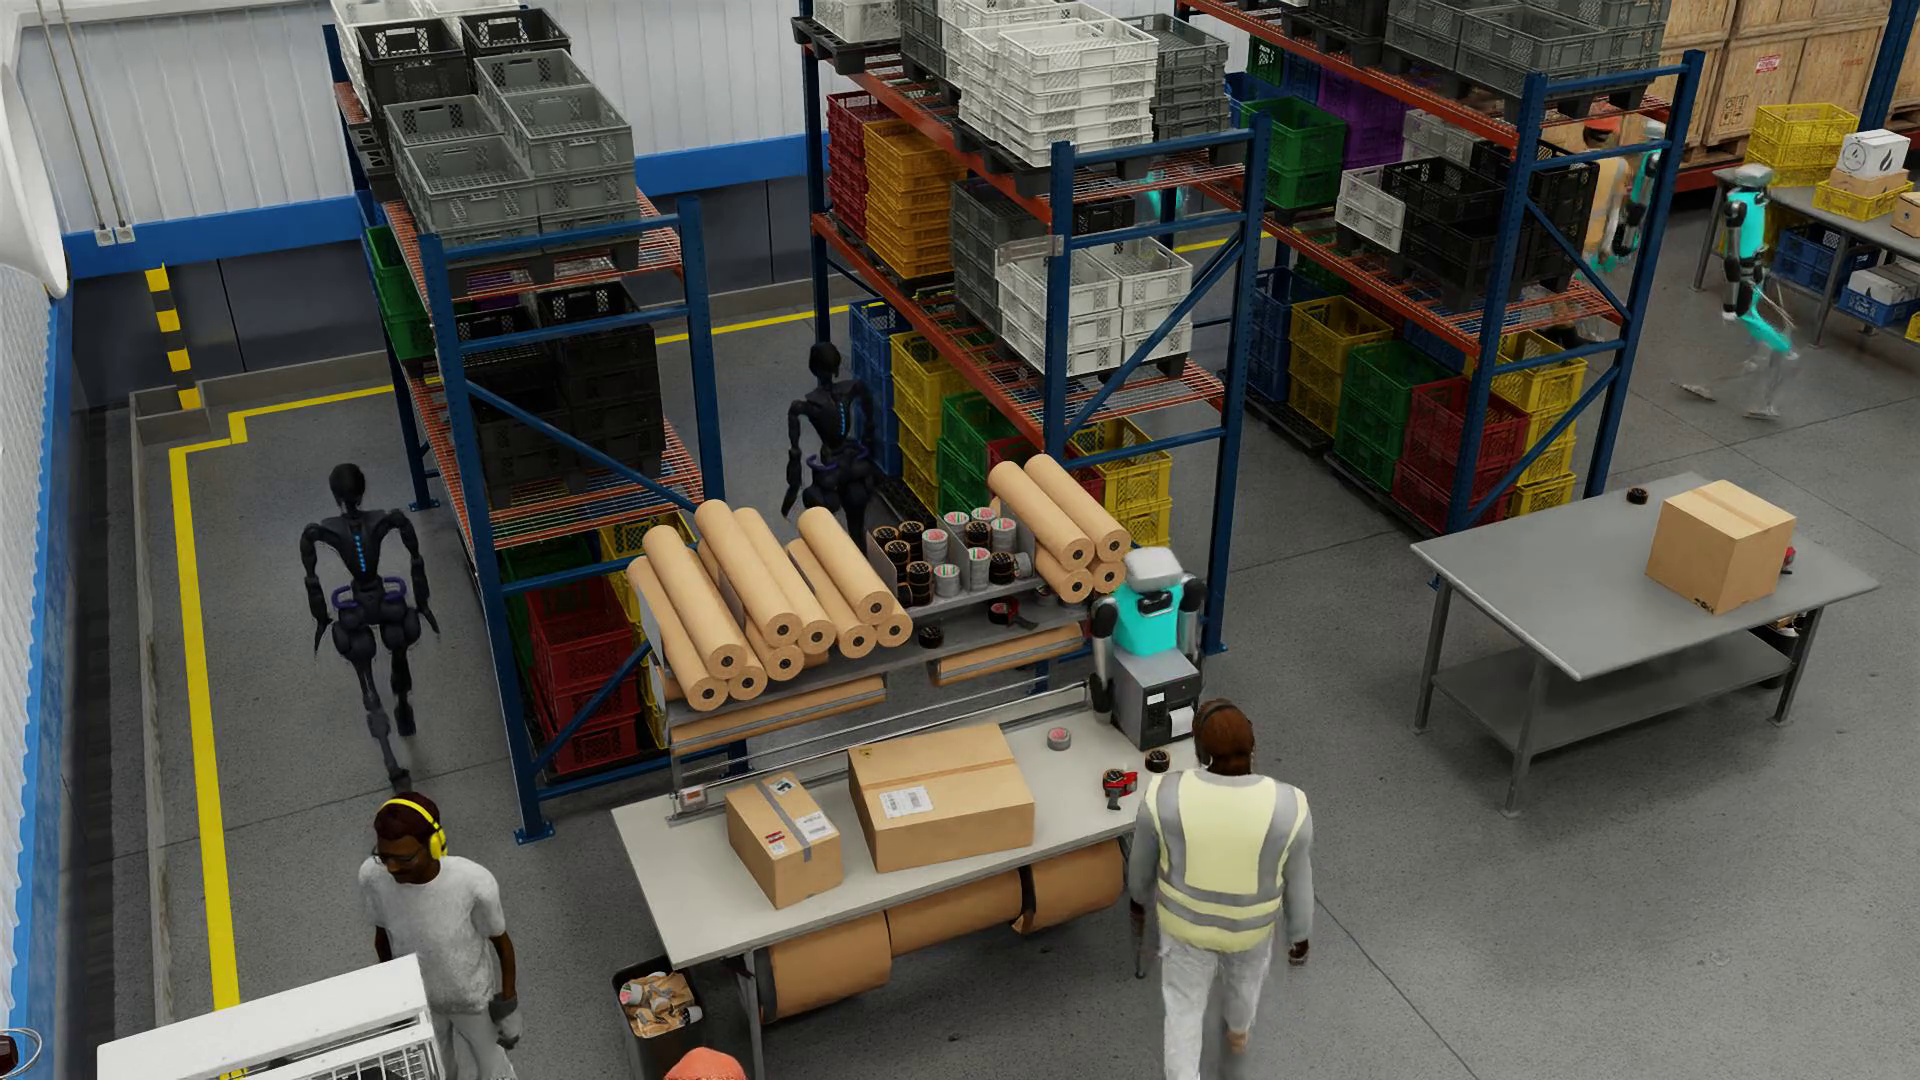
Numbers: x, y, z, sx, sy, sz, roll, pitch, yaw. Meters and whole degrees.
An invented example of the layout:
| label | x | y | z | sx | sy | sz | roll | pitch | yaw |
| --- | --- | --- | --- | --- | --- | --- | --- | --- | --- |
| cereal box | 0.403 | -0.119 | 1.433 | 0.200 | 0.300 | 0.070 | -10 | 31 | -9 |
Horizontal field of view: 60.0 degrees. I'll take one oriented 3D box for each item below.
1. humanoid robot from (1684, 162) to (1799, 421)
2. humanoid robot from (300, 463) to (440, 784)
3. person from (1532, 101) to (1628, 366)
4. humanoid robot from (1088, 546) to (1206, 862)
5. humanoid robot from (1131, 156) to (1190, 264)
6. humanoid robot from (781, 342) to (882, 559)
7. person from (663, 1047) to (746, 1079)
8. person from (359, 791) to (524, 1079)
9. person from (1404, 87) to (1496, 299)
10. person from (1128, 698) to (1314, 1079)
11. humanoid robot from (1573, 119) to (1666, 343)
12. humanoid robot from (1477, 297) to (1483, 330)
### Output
| label | x | y | z | sx | sy | sz | roll | pitch | yaw |
| --- | --- | --- | --- | --- | --- | --- | --- | --- | --- |
| humanoid robot | 5.479 | -1.606 | 11.202 | 0.876 | 1.761 | 0.533 | 23 | 38 | 32 |
| humanoid robot | -2.833 | 0.398 | 8.037 | 0.589 | 1.650 | 0.742 | -13 | 34 | -20 |
| person | 4.449 | -2.153 | 11.901 | 0.549 | 1.912 | 0.737 | -7 | 32 | -11 |
| humanoid robot | 0.908 | 0.928 | 7.123 | 0.541 | 1.783 | 1.033 | -13 | 34 | -21 |
| humanoid robot | 1.642 | -2.966 | 13.305 | 0.535 | 1.708 | 0.737 | -8 | 32 | -12 |
| humanoid robot | -0.717 | -0.361 | 9.215 | 0.600 | 1.643 | 0.565 | -20 | 37 | -29 |
| person | -0.647 | 2.221 | 4.697 | 0.616 | 2.030 | 0.445 | -18 | 36 | -27 |
| person | -1.780 | 1.620 | 5.812 | 0.509 | 1.872 | 0.332 | 5 | 32 | 7 |
| person | 3.775 | -2.618 | 12.767 | 0.929 | 1.803 | 0.503 | -10 | 33 | -16 |
| person | 0.981 | 1.357 | 6.306 | 0.695 | 1.796 | 0.824 | 6 | 32 | 9 |
| humanoid robot | 4.753 | -2.211 | 12.223 | 0.695 | 1.858 | 0.534 | 16 | 35 | 24 |
| humanoid robot | 3.791 | -2.011 | 11.910 | 0.412 | 1.641 | 0.613 | 19 | 36 | 28 |
